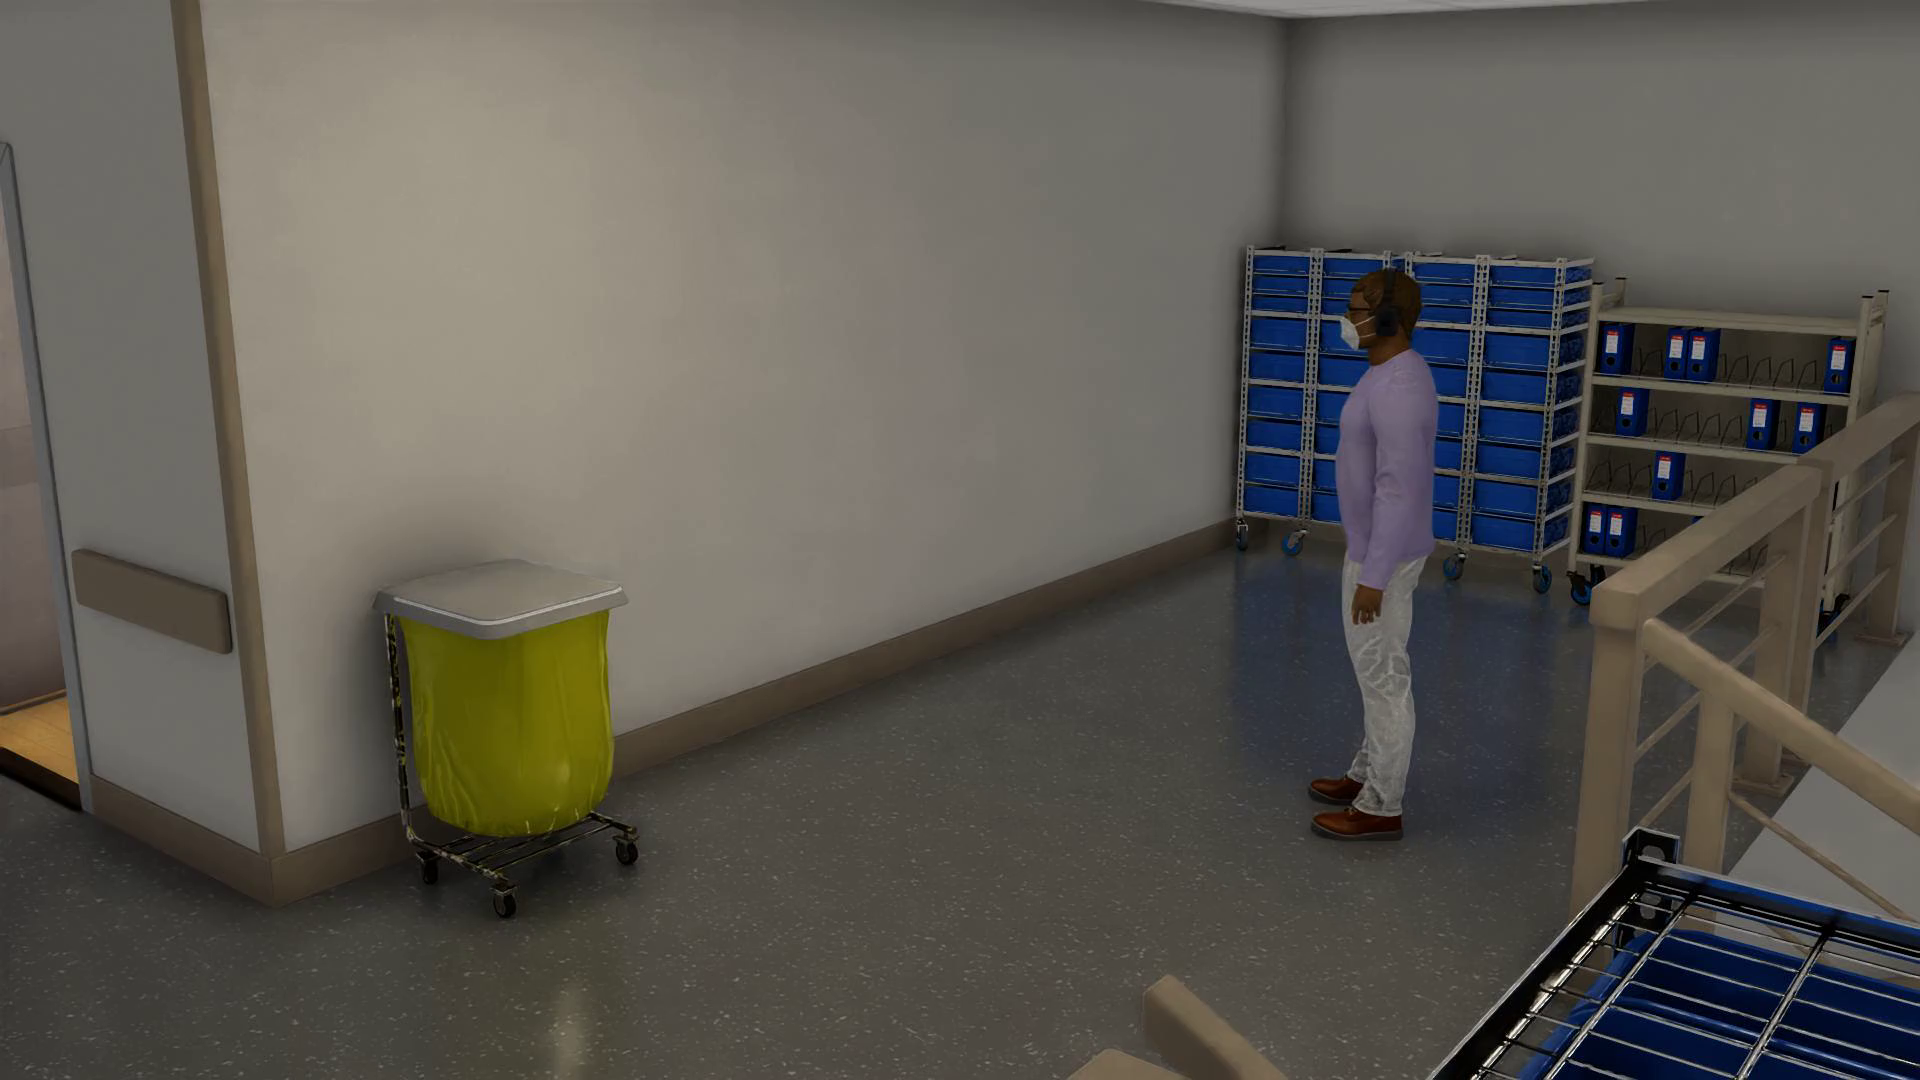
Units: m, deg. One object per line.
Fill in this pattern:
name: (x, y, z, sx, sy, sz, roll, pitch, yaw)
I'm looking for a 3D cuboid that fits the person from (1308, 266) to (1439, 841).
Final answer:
person: (1.401, 0.058, 5.599, 0.372, 1.940, 0.627, 3, 14, 13)
